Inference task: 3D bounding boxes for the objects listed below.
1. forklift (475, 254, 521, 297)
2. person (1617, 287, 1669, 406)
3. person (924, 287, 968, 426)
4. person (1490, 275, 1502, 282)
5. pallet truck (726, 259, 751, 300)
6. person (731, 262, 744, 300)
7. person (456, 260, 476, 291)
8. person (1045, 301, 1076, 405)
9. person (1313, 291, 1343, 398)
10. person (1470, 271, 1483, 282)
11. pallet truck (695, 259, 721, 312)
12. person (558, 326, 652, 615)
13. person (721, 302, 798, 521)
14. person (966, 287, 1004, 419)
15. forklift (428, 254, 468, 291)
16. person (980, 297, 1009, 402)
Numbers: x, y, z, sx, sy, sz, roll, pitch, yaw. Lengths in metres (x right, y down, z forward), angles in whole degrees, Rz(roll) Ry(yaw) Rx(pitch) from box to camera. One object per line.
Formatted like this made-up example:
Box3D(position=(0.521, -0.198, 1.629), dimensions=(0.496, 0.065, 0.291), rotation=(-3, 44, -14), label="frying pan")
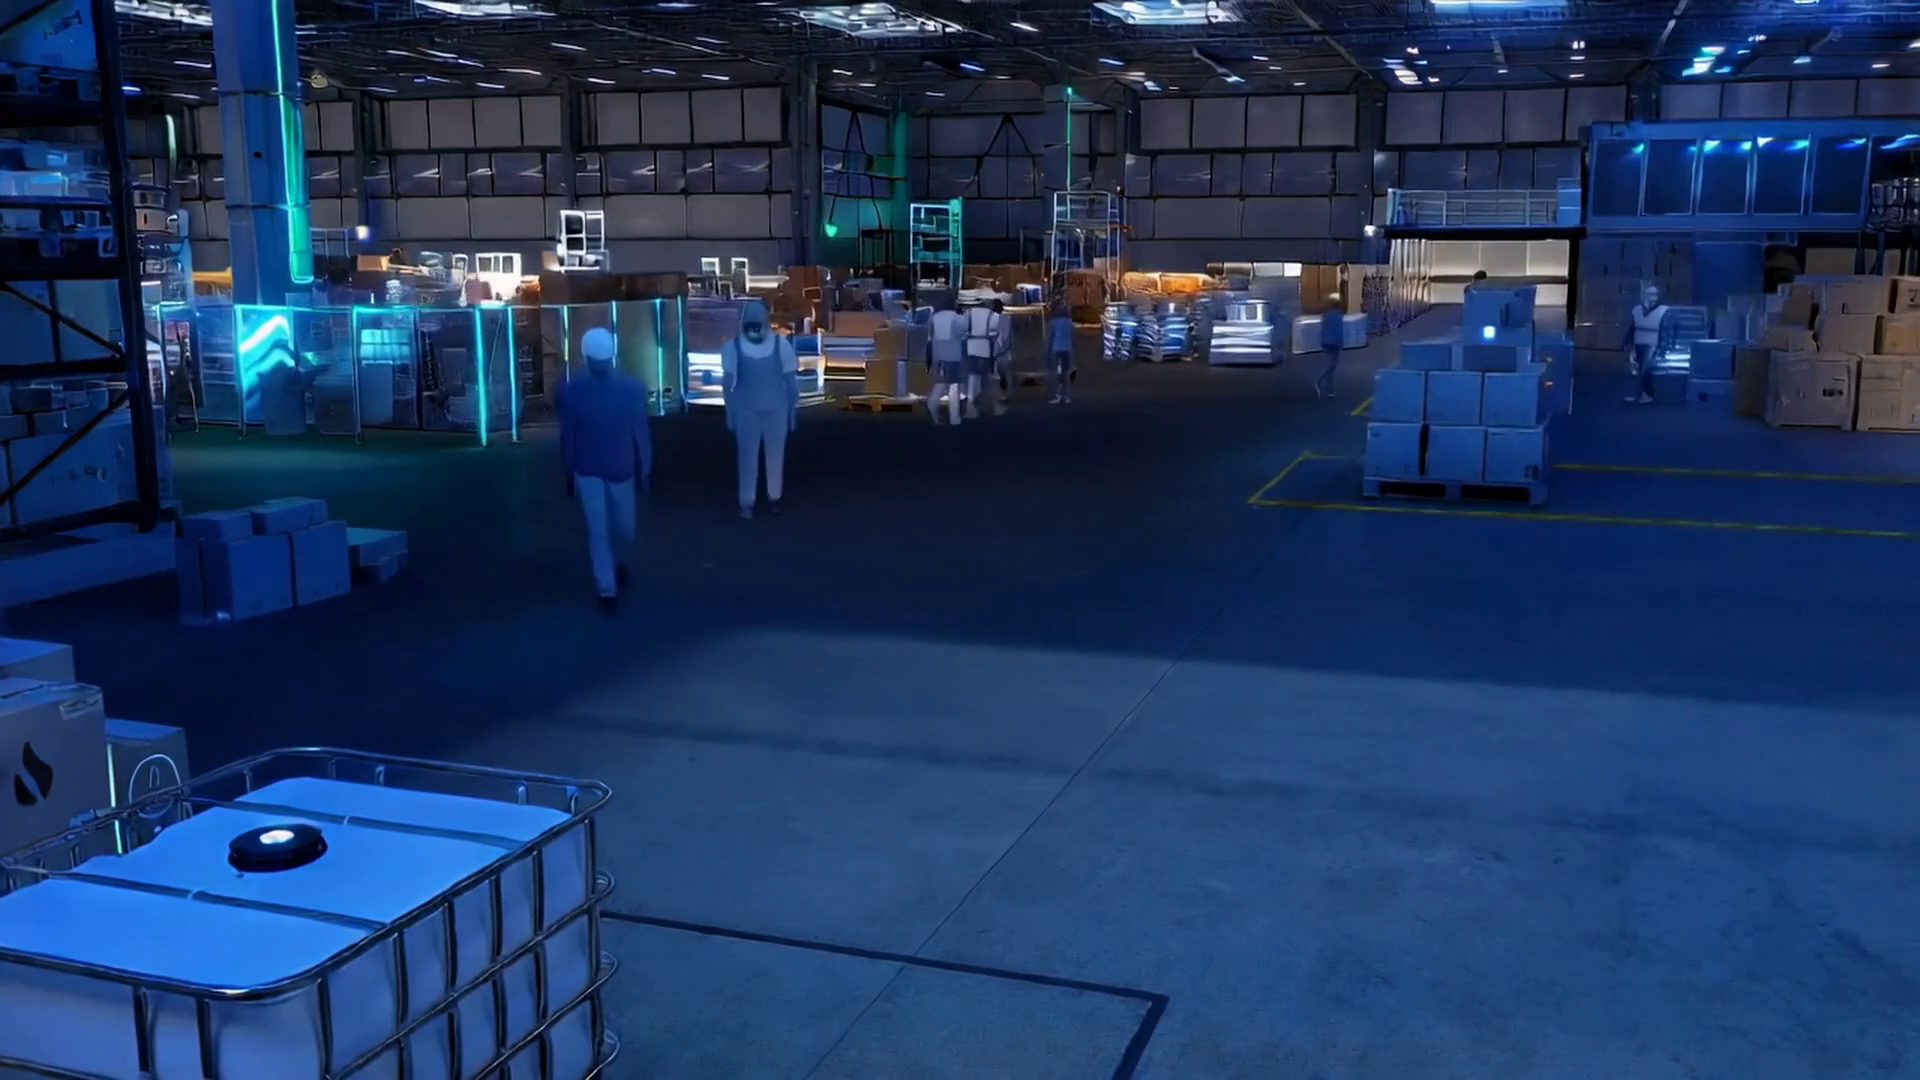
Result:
Box3D(position=(-17.990, -10.121, 64.684), dimensions=(1.157, 1.987, 2.680), rotation=(3, 11, 17), label="forklift")
Box3D(position=(10.721, -3.027, 26.043), dimensions=(1.020, 1.844, 0.620), rotation=(-7, 12, -34), label="person")
Box3D(position=(-0.217, -2.496, 22.816), dimensions=(0.649, 1.931, 0.757), rotation=(4, 11, 21), label="person")
Box3D(position=(11.484, -4.761, 35.793), dimensions=(0.525, 1.849, 0.408), rotation=(8, 13, 40), label="person")
Box3D(position=(-7.986, -9.493, 62.019), dimensions=(0.823, 1.965, 1.885), rotation=(3, 11, 17), label="pallet truck")
Box3D(position=(-8.023, -9.101, 60.122), dimensions=(0.612, 1.886, 0.669), rotation=(5, 11, 27), label="person")
Box3D(position=(-16.261, -8.211, 54.826), dimensions=(0.470, 1.984, 0.692), rotation=(7, 12, 35), label="person")
Box3D(position=(1.585, -2.931, 26.134), dimensions=(0.556, 1.622, 0.351), rotation=(-7, 12, -33), label="person")
Box3D(position=(6.014, -3.173, 27.142), dimensions=(0.550, 1.753, 0.528), rotation=(-5, 11, -26), label="person")
Box3D(position=(11.527, -5.032, 37.110), dimensions=(0.398, 1.928, 0.541), rotation=(4, 11, 21), label="person")
Box3D(position=(-9.165, -9.627, 62.776), dimensions=(0.823, 1.965, 1.885), rotation=(4, 11, 23), label="pallet truck")
Box3D(position=(-2.457, -0.511, 11.544), dimensions=(0.612, 1.964, 0.852), rotation=(-3, 10, -14), label="person")
Box3D(position=(-1.813, -1.205, 15.223), dimensions=(0.691, 2.000, 1.018), rotation=(-2, 10, -11), label="person")
Box3D(position=(0.348, -2.734, 24.265), dimensions=(0.560, 1.885, 0.989), rotation=(4, 11, 22), label="person")
Box3D(position=(-20.133, -10.254, 65.465), dimensions=(1.157, 1.987, 2.680), rotation=(3, 11, 19), label="forklift")
Box3D(position=(0.518, -3.035, 26.519), dimensions=(0.535, 1.686, 0.350), rotation=(3, 10, 14), label="person")
